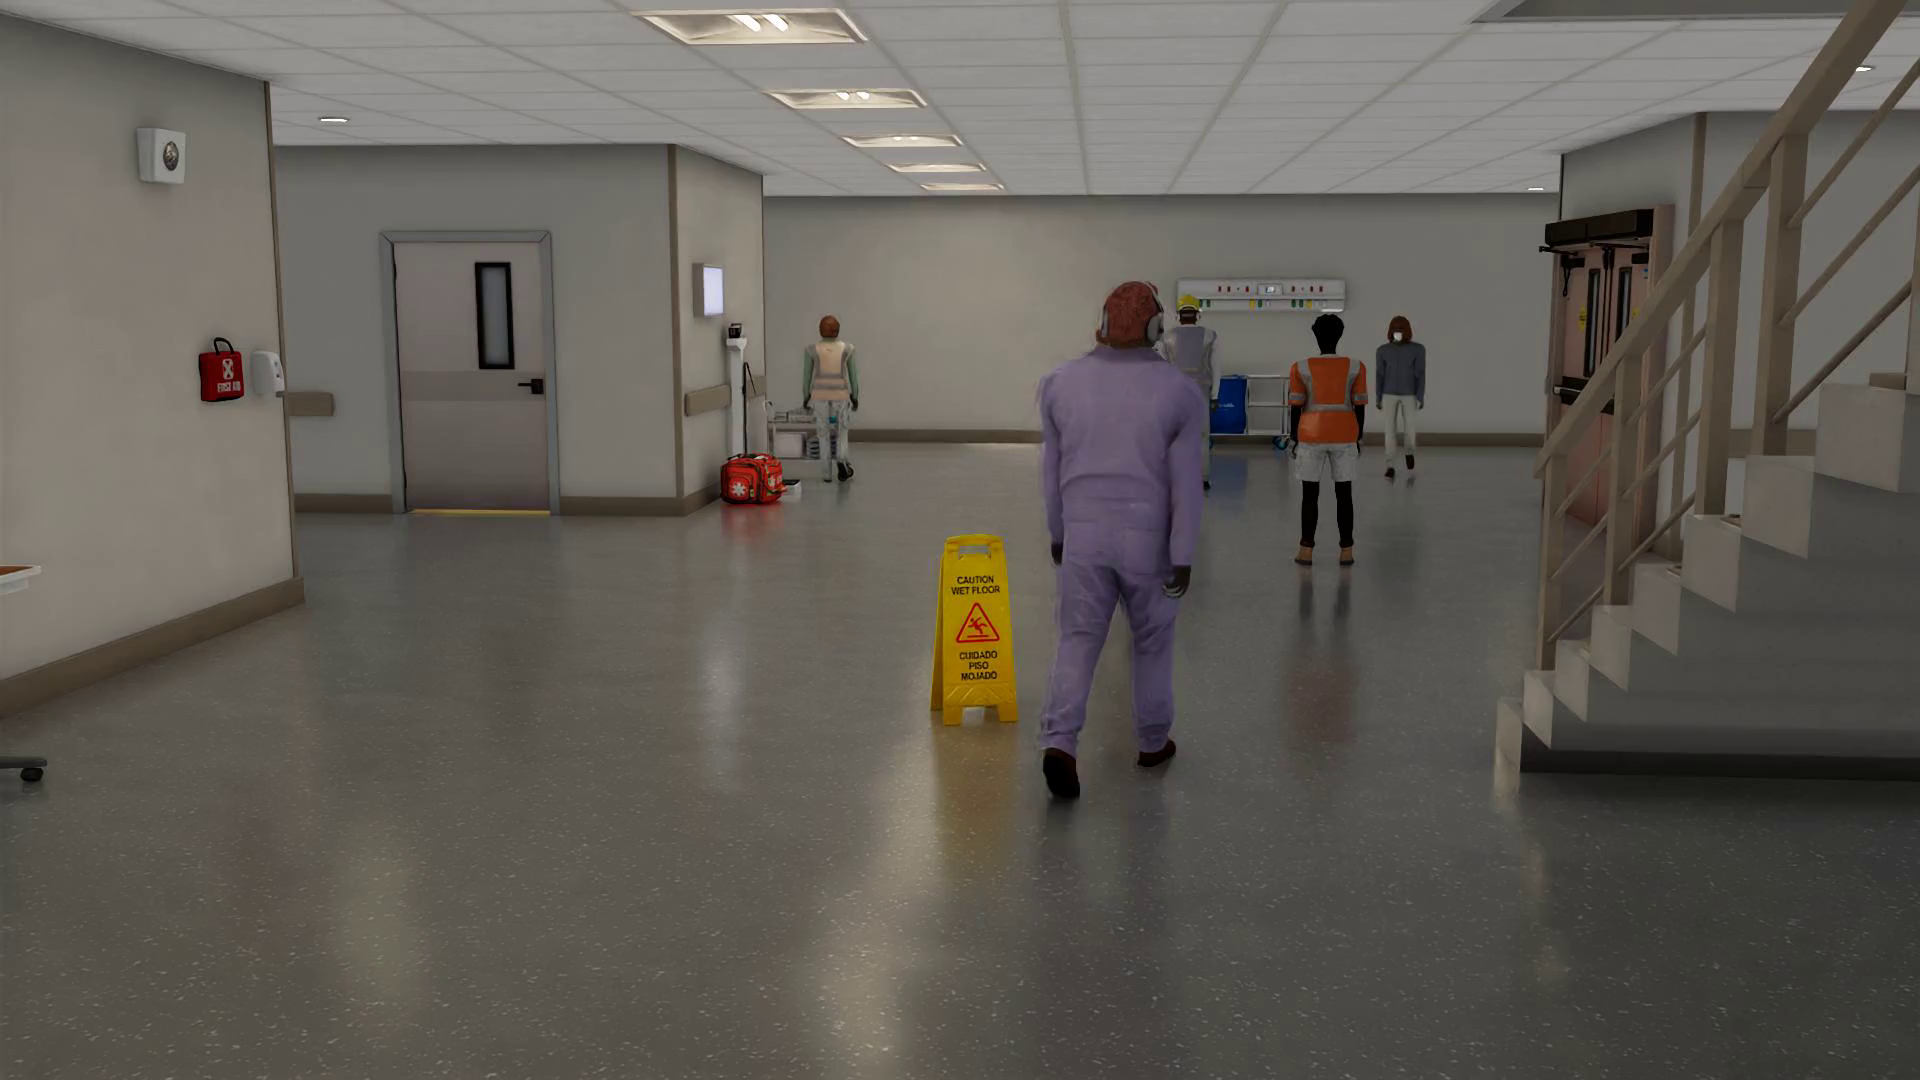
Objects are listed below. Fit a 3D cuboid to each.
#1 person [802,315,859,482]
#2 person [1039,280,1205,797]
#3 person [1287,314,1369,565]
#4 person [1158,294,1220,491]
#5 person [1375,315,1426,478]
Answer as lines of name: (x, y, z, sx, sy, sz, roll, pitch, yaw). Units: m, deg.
person: (-1.264, -1.372, 16.197, 0.543, 1.626, 0.363, -1, 8, -9)
person: (0.581, -0.014, 6.124, 0.639, 1.876, 0.902, 3, 9, 19)
person: (2.461, -0.666, 11.166, 0.533, 1.694, 0.319, 1, 8, 5)
person: (2.114, -1.359, 15.433, 0.589, 1.825, 0.403, 1, 8, 5)
person: (4.404, -1.436, 16.645, 0.503, 1.617, 0.454, 4, 9, 23)
